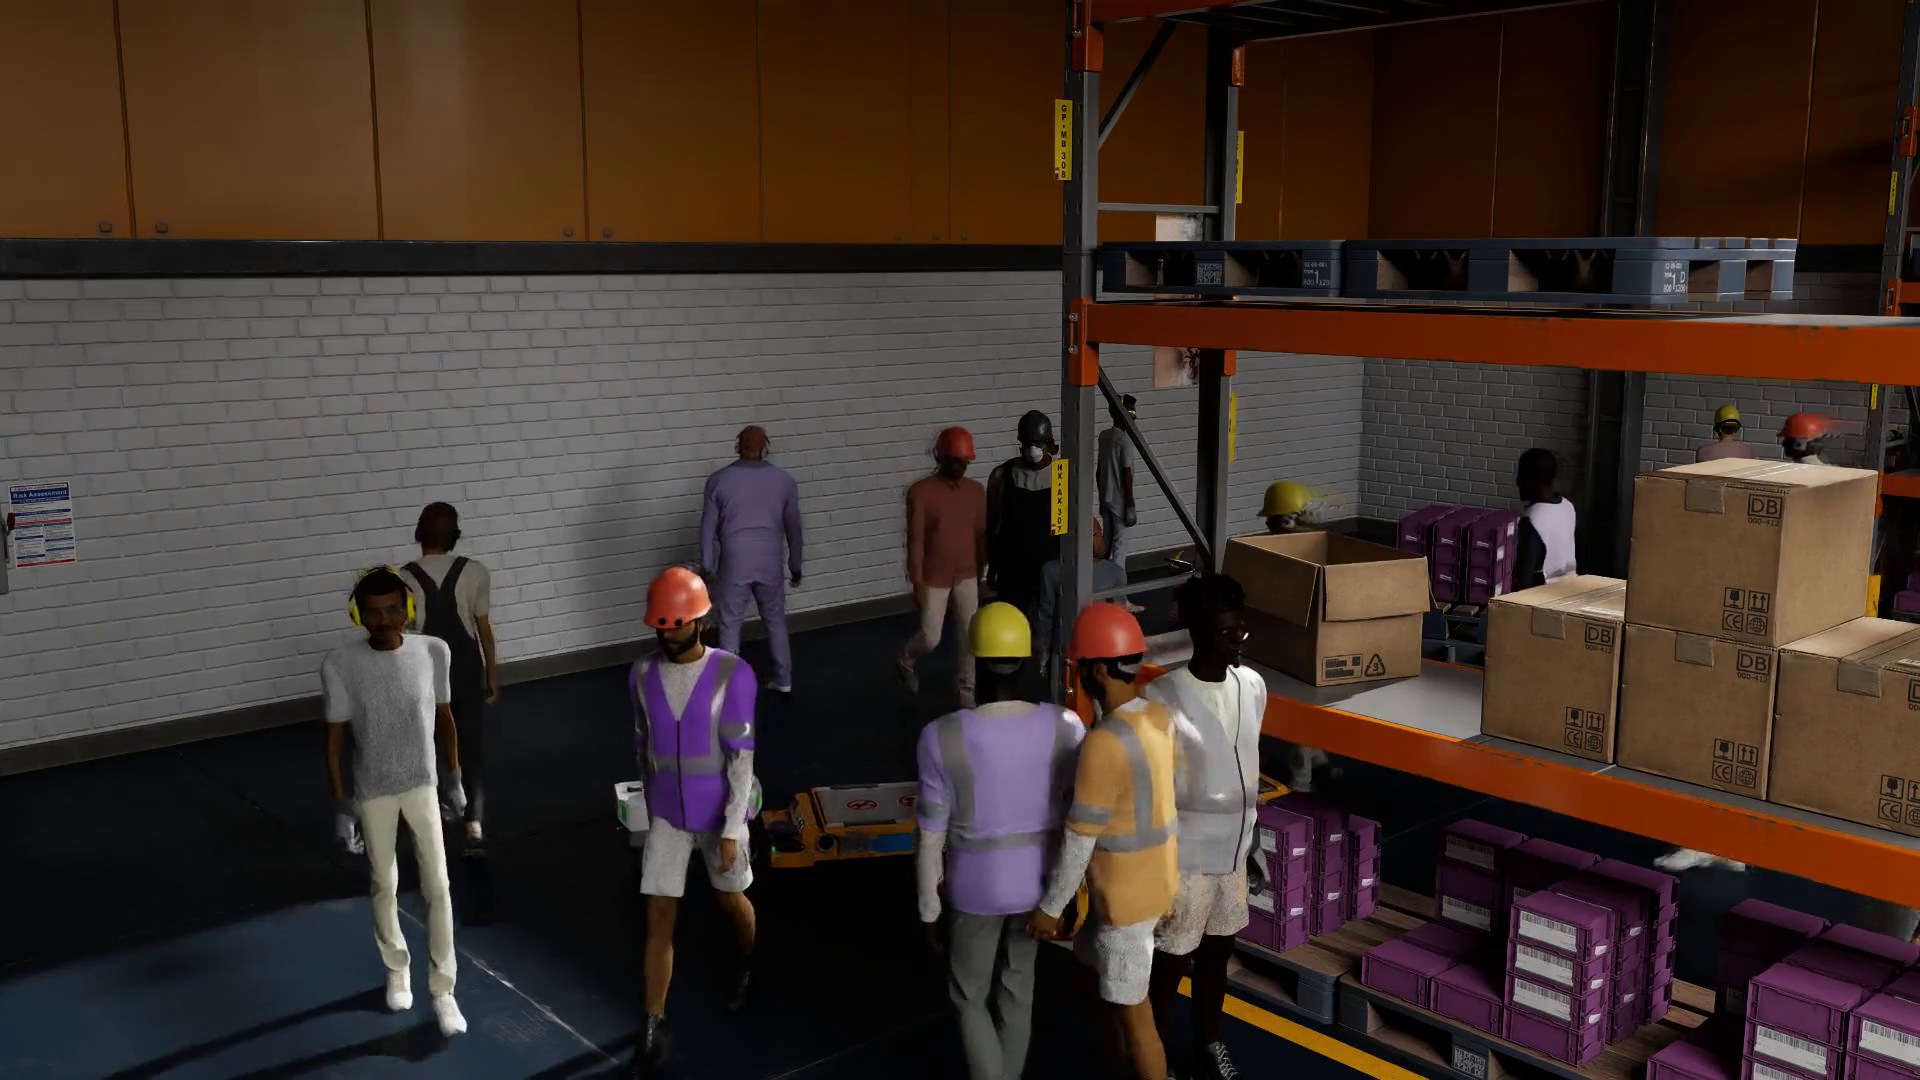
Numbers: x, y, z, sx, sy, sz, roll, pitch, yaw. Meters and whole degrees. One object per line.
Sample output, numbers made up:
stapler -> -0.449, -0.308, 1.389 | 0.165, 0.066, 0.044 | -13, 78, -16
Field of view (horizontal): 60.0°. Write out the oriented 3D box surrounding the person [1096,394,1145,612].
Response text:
person -> 1.351, -0.310, 14.232 | 0.335, 1.860, 0.520 | -4, 11, -25

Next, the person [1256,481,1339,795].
person -> 1.828, 0.578, 9.161 | 0.439, 1.808, 0.631 | 1, 10, 8

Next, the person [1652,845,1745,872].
person -> 3.658, 0.729, 8.181 | 0.574, 1.843, 0.527 | 4, 11, 24

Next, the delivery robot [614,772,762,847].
delivery robot -> -1.353, 1.313, 8.260 | 0.707, 0.478, 0.477 | -3, 10, -16

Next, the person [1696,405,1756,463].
person -> 6.547, -0.278, 14.314 | 0.525, 1.769, 0.308 | -1, 10, -3

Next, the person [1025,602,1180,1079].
person -> 0.489, 1.154, 5.512 | 0.590, 1.906, 0.536 | 4, 10, 21

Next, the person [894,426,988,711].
person -> -0.134, 0.213, 10.908 | 0.616, 1.959, 0.781 | -6, 11, -29

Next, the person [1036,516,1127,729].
person -> 0.672, 0.653, 9.249 | 0.499, 1.633, 0.286 | 2, 10, 10

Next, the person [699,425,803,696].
person -> -1.438, 0.155, 11.439 | 0.689, 1.890, 0.402 | -3, 10, -16

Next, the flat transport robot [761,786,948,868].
flat transport robot -> -0.288, 1.445, 8.593 | 1.431, 0.197, 0.652 | -2, 10, -11

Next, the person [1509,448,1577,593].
person -> 3.410, 0.393, 9.979 | 0.684, 1.895, 0.616 | 7, 12, 37

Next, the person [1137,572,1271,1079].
person -> 0.850, 1.076, 5.794 | 0.607, 1.966, 0.367 | -8, 13, -40

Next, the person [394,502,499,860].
person -> -2.610, 0.707, 8.443 | 0.523, 1.813, 0.886 | -4, 10, -20

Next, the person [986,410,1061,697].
person -> 0.491, 0.158, 10.956 | 0.688, 2.000, 0.538 | 1, 10, 6

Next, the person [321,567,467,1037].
person -> -2.172, 1.020, 6.490 | 0.526, 1.833, 0.840 | -4, 11, -24

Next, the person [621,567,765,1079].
person -> -1.010, 1.020, 6.381 | 0.541, 1.895, 0.966 | 2, 10, 13

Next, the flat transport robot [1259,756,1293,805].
flat transport robot -> 1.149, 1.395, 8.888 | 1.431, 0.197, 0.652 | -4, 11, -23

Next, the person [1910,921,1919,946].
person -> 4.244, 1.003, 7.009 | 0.321, 1.697, 0.530 | -2, 10, -12

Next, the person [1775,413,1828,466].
person -> 5.936, 0.074, 11.743 | 1.016, 1.947, 0.633 | 7, 12, 37

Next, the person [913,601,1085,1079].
person -> 0.146, 1.158, 5.501 | 0.591, 1.908, 0.704 | -3, 10, -16

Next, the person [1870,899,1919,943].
person -> 3.864, 1.004, 6.354 | 0.659, 1.914, 0.712 | -8, 12, -38
